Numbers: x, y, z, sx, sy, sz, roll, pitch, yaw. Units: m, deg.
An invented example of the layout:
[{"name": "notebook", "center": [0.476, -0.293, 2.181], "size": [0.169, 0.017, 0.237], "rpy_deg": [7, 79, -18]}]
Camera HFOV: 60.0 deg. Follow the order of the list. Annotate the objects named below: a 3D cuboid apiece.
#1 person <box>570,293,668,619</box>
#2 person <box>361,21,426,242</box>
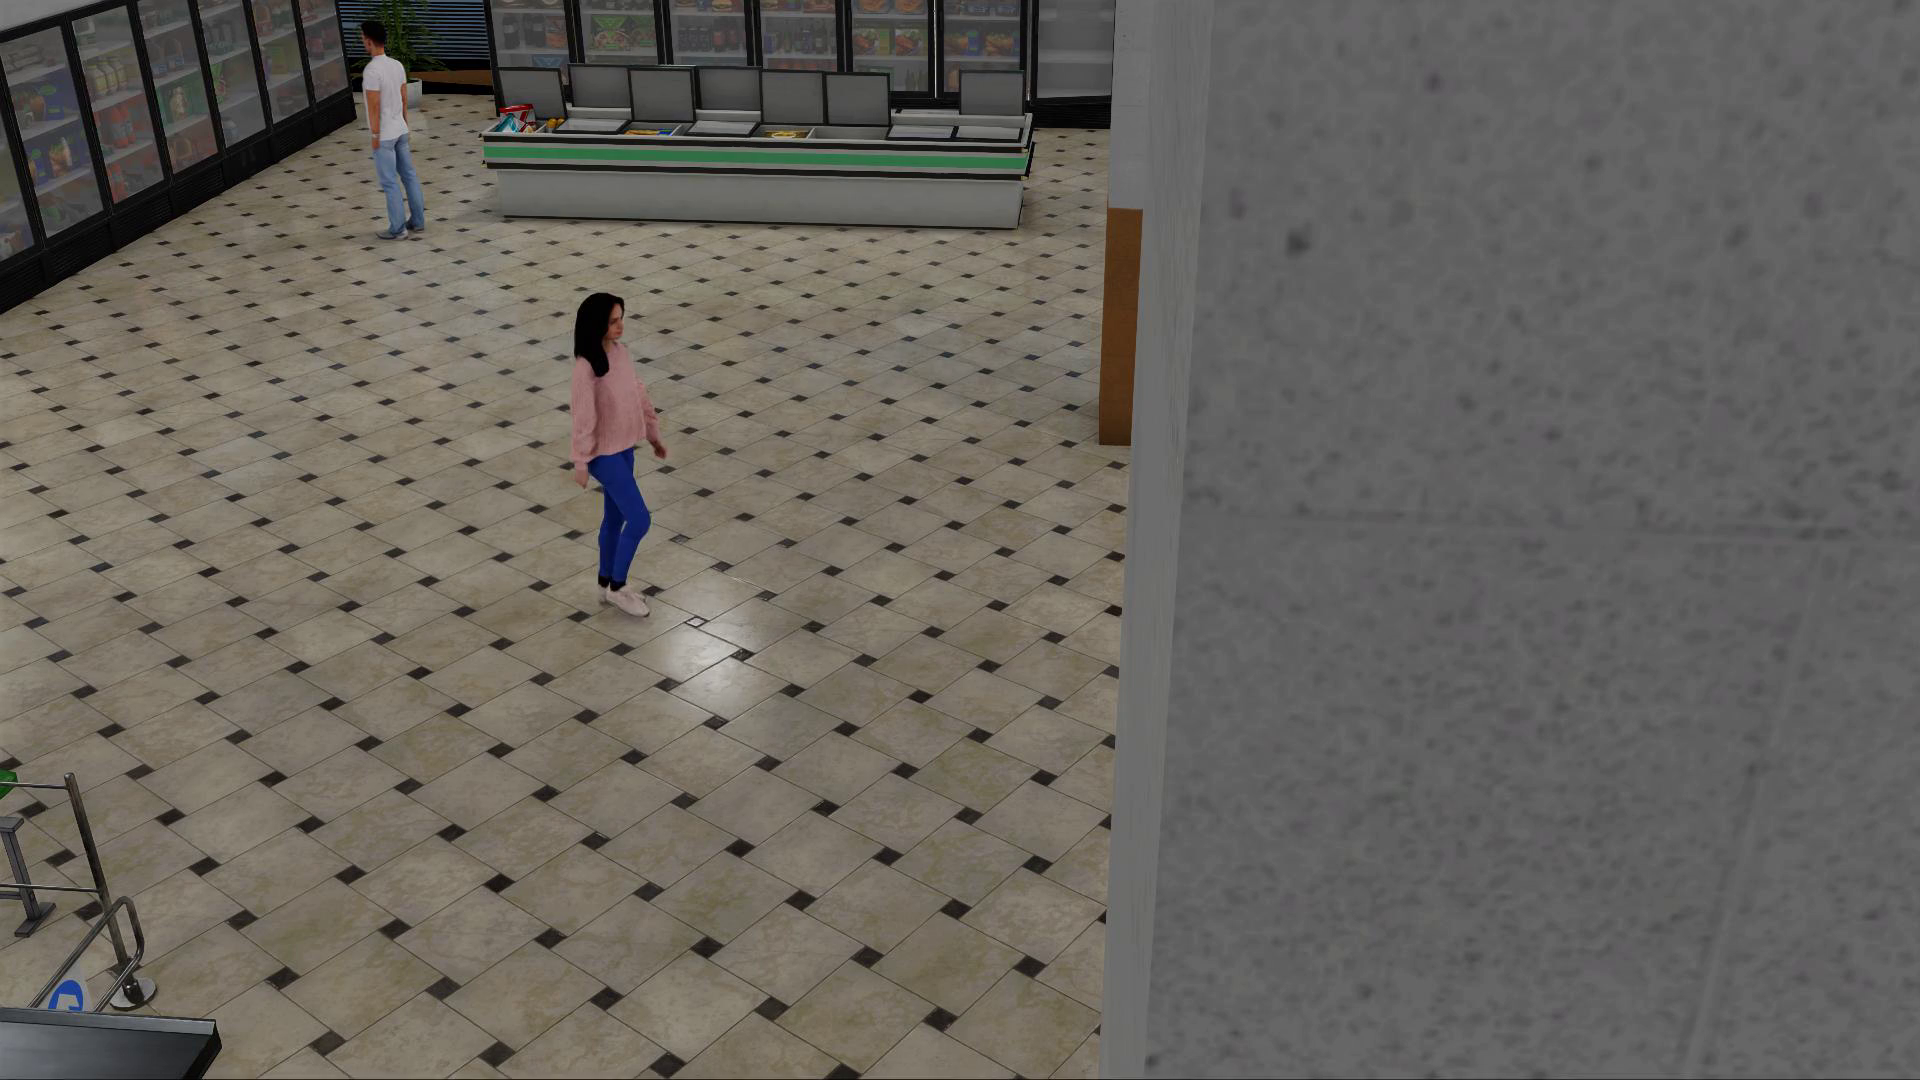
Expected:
[{"name": "person", "center": [-1.869, -0.433, 8.478], "size": [0.683, 1.751, 0.705], "rpy_deg": [6, 27, 11]}, {"name": "person", "center": [-4.995, -3.578, 14.558], "size": [0.643, 1.861, 0.720], "rpy_deg": [9, 28, 16]}]
